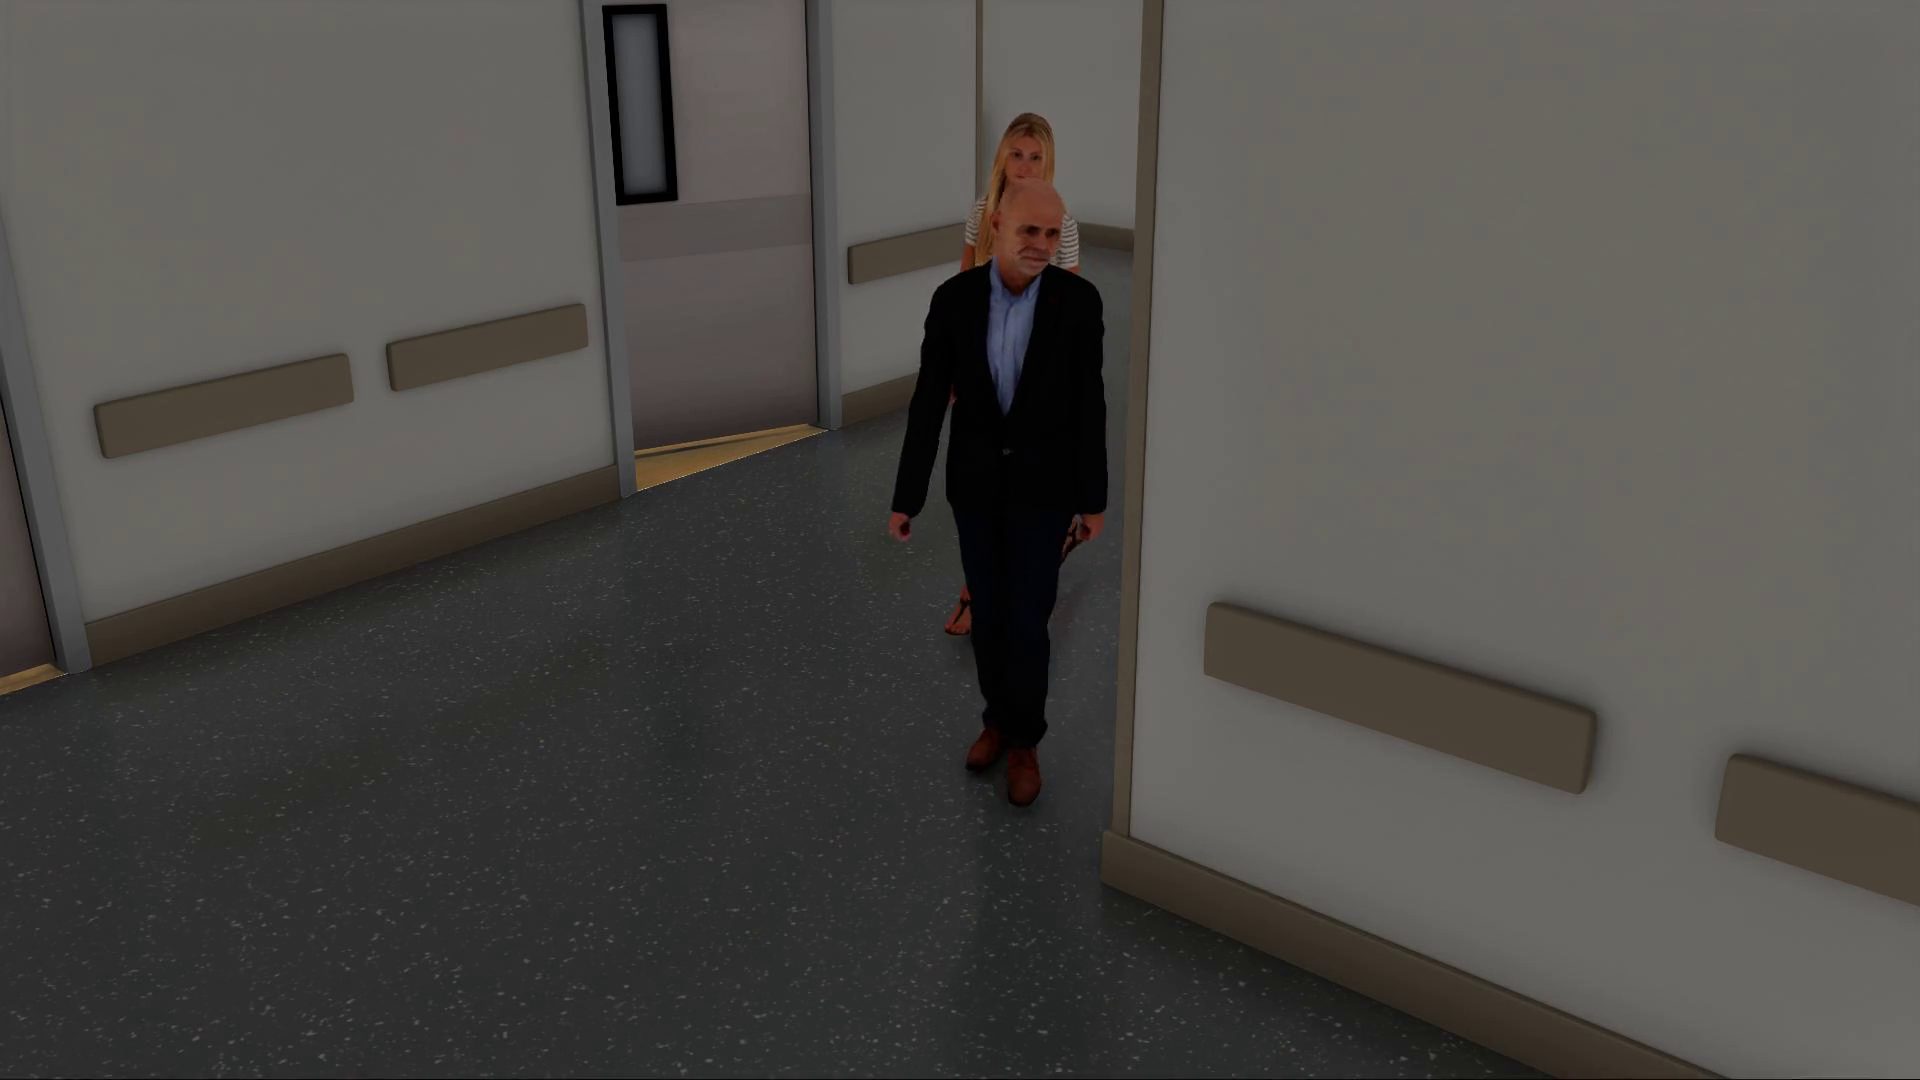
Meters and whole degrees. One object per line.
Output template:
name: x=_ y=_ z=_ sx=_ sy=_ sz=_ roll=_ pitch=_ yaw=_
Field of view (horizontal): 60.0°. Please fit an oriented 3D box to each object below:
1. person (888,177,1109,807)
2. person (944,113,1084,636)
person: x=0.172 y=-0.171 z=4.853 sx=0.866 sy=1.775 sz=0.877 roll=7 pitch=22 yaw=18
person: x=0.243 y=-0.612 z=6.026 sx=0.768 sy=1.770 sz=1.205 roll=11 pitch=24 yaw=27
